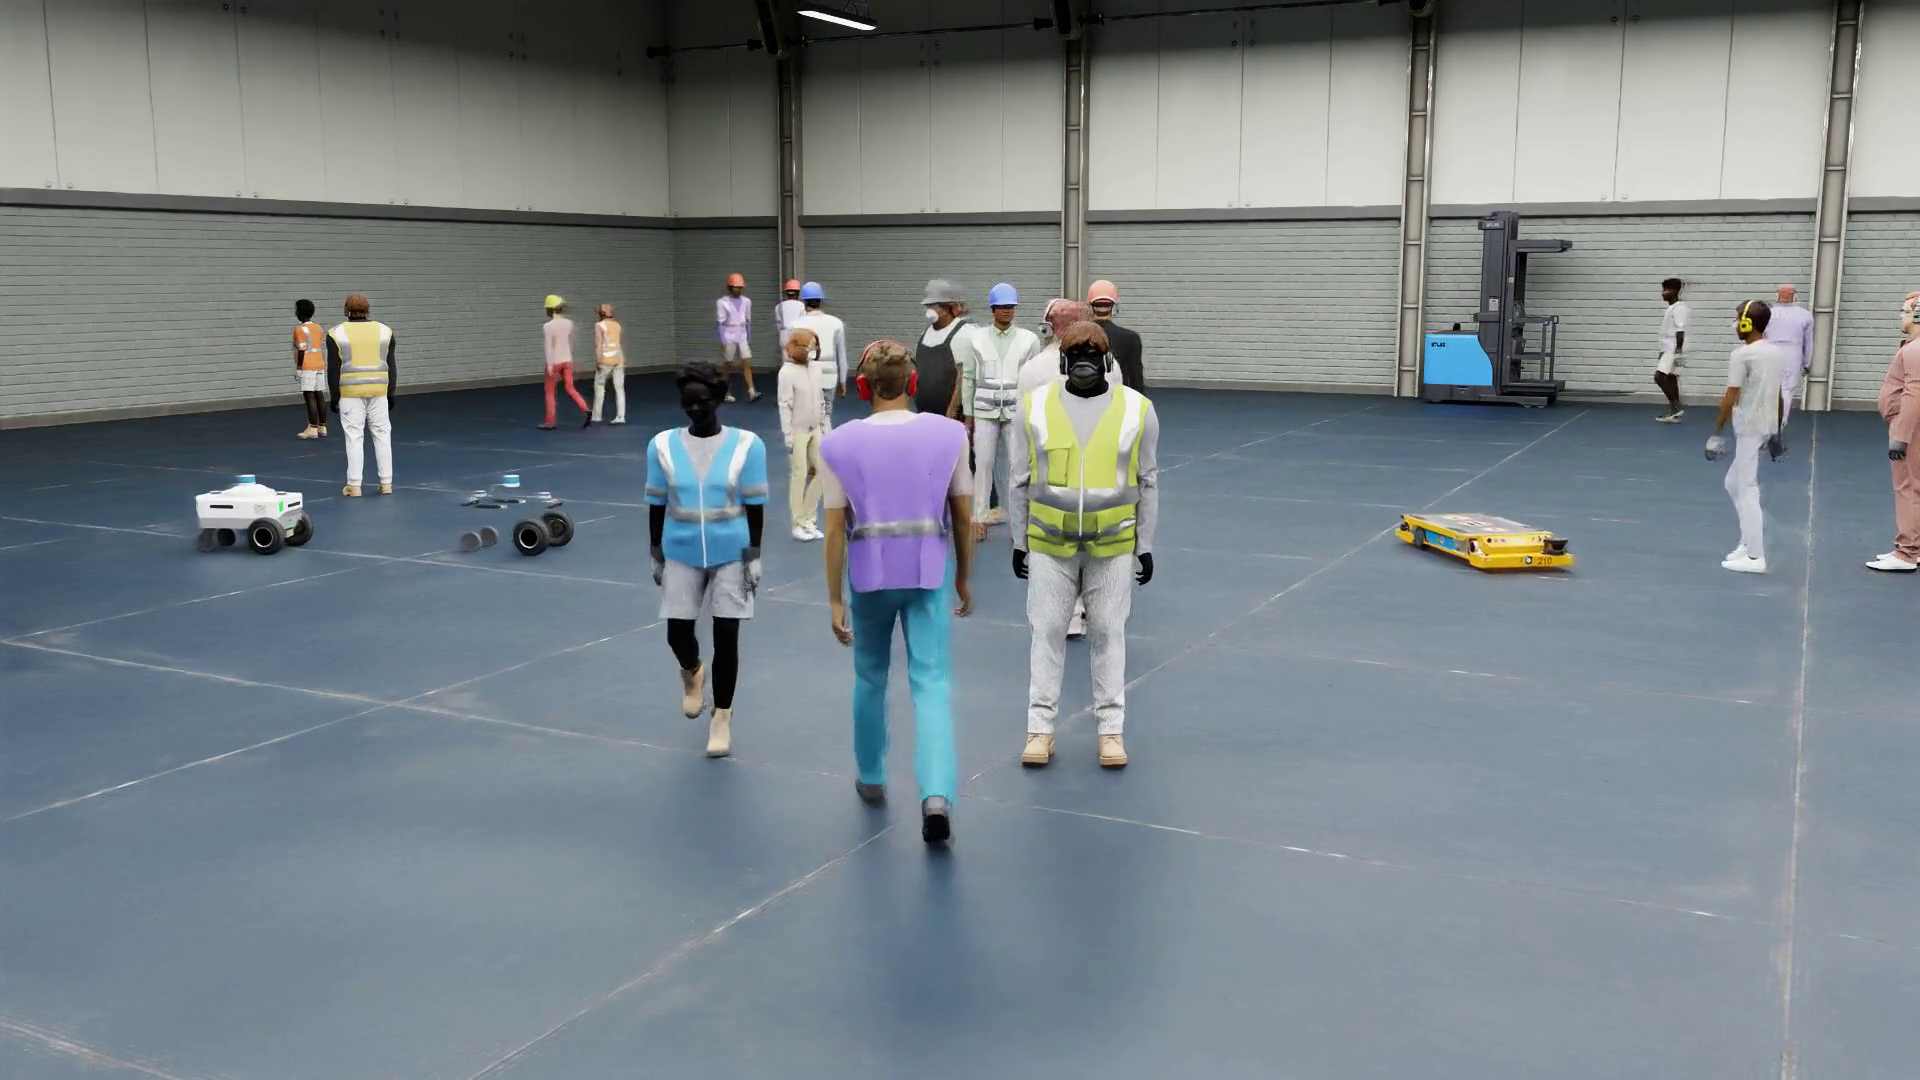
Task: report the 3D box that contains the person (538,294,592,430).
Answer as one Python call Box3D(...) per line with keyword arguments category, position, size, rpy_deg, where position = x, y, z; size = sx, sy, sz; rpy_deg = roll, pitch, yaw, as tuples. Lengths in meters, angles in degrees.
Box3D(category="person", position=(-5.128, -2.287, 21.416), size=(0.755, 1.742, 0.527), rpy_deg=(6, 11, 34))

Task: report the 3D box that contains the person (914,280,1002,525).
Box3D(category="person", position=(-0.087, -1.090, 13.269), size=(0.685, 2.000, 1.049), rpy_deg=(8, 12, 41))

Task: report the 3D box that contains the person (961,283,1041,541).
Box3D(category="person", position=(0.314, -0.969, 12.670), size=(0.607, 1.951, 0.378), rpy_deg=(0, 9, 1))

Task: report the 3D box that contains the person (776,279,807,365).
Box3D(category="person", position=(-2.515, -2.989, 25.245), size=(0.538, 1.912, 0.587), rpy_deg=(1, 9, 7))

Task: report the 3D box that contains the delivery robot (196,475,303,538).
Box3D(category="delivery robot", position=(-5.257, -0.239, 12.302), size=(0.707, 0.478, 0.477), rpy_deg=(1, 9, 7))

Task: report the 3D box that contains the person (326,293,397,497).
Box3D(category="person", position=(-5.474, -1.329, 15.228), size=(0.627, 1.844, 0.429), rpy_deg=(-7, 11, -36))

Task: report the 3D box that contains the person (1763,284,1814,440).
Box3D(category="person", position=(10.056, -2.178, 20.343), size=(0.665, 1.869, 0.876), rpy_deg=(4, 10, 24))

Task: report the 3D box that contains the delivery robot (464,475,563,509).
Box3D(category="delivery robot", position=(-3.298, -0.362, 12.265), size=(0.698, 0.223, 0.335), rpy_deg=(2, 9, 11))

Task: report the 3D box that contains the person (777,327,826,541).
Box3D(category="person", position=(-1.162, -0.804, 12.663), size=(0.353, 1.622, 0.542), rpy_deg=(6, 11, 33))

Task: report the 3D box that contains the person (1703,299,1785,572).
Box3D(category="person", position=(5.375, -0.710, 11.407), size=(0.538, 1.851, 0.538), rpy_deg=(-7, 11, -36))

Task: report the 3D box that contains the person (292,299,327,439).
Box3D(category="person", position=(-7.995, -2.100, 20.428), size=(0.319, 1.697, 0.533), rpy_deg=(1, 9, 7))

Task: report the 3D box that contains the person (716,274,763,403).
Box3D(category="person", position=(-3.449, -3.099, 25.702), size=(0.626, 1.985, 1.035), rpy_deg=(-6, 11, -33))

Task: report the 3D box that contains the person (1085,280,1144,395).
Box3D(category="person", position=(1.033, -0.922, 12.300), size=(0.633, 1.967, 0.651), rpy_deg=(0, 9, 1))

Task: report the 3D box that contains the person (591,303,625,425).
Box3D(category="person", position=(-4.741, -2.350, 22.215), size=(0.738, 1.598, 0.528), rpy_deg=(6, 11, 34))

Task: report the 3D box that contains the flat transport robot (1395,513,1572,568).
Box3D(category="flat transport robot", position=(3.778, -0.016, 12.090), size=(0.652, 0.197, 1.431), rpy_deg=(-2, 9, -10))

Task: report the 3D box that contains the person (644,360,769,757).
Box3D(category="person", position=(-1.076, 0.062, 7.158), size=(0.534, 1.680, 0.479), rpy_deg=(0, 9, 0))

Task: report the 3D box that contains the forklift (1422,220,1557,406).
Box3D(category="forklift", position=(8.245, -3.527, 25.720), size=(1.873, 2.768, 1.129), rpy_deg=(5, 10, 27))

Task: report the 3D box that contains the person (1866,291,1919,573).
Box3D(category="person", position=(6.511, -0.742, 11.408), size=(0.407, 1.908, 0.641), rpy_deg=(8, 12, 40))

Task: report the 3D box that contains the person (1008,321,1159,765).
Box3D(category="person", position=(0.509, 0.020, 6.905), size=(0.621, 1.845, 0.429), rpy_deg=(1, 9, 6))

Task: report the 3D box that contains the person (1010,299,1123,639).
Box3D(category="person", position=(0.579, -0.407, 9.385), size=(0.686, 1.885, 0.587), rpy_deg=(-5, 10, -28))

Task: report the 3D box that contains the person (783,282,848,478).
Box3D(category="person", position=(-1.447, -1.573, 16.442), size=(0.641, 1.930, 0.480), rpy_deg=(-5, 10, -28))

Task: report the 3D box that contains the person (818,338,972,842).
Box3D(category="person", position=(-0.221, 0.167, 6.122), size=(0.581, 1.810, 0.920), rpy_deg=(-1, 9, -8))

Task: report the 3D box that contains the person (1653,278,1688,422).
Box3D(category="person", position=(9.633, -2.572, 22.550), size=(0.435, 1.950, 0.603), rpy_deg=(3, 10, 17))
